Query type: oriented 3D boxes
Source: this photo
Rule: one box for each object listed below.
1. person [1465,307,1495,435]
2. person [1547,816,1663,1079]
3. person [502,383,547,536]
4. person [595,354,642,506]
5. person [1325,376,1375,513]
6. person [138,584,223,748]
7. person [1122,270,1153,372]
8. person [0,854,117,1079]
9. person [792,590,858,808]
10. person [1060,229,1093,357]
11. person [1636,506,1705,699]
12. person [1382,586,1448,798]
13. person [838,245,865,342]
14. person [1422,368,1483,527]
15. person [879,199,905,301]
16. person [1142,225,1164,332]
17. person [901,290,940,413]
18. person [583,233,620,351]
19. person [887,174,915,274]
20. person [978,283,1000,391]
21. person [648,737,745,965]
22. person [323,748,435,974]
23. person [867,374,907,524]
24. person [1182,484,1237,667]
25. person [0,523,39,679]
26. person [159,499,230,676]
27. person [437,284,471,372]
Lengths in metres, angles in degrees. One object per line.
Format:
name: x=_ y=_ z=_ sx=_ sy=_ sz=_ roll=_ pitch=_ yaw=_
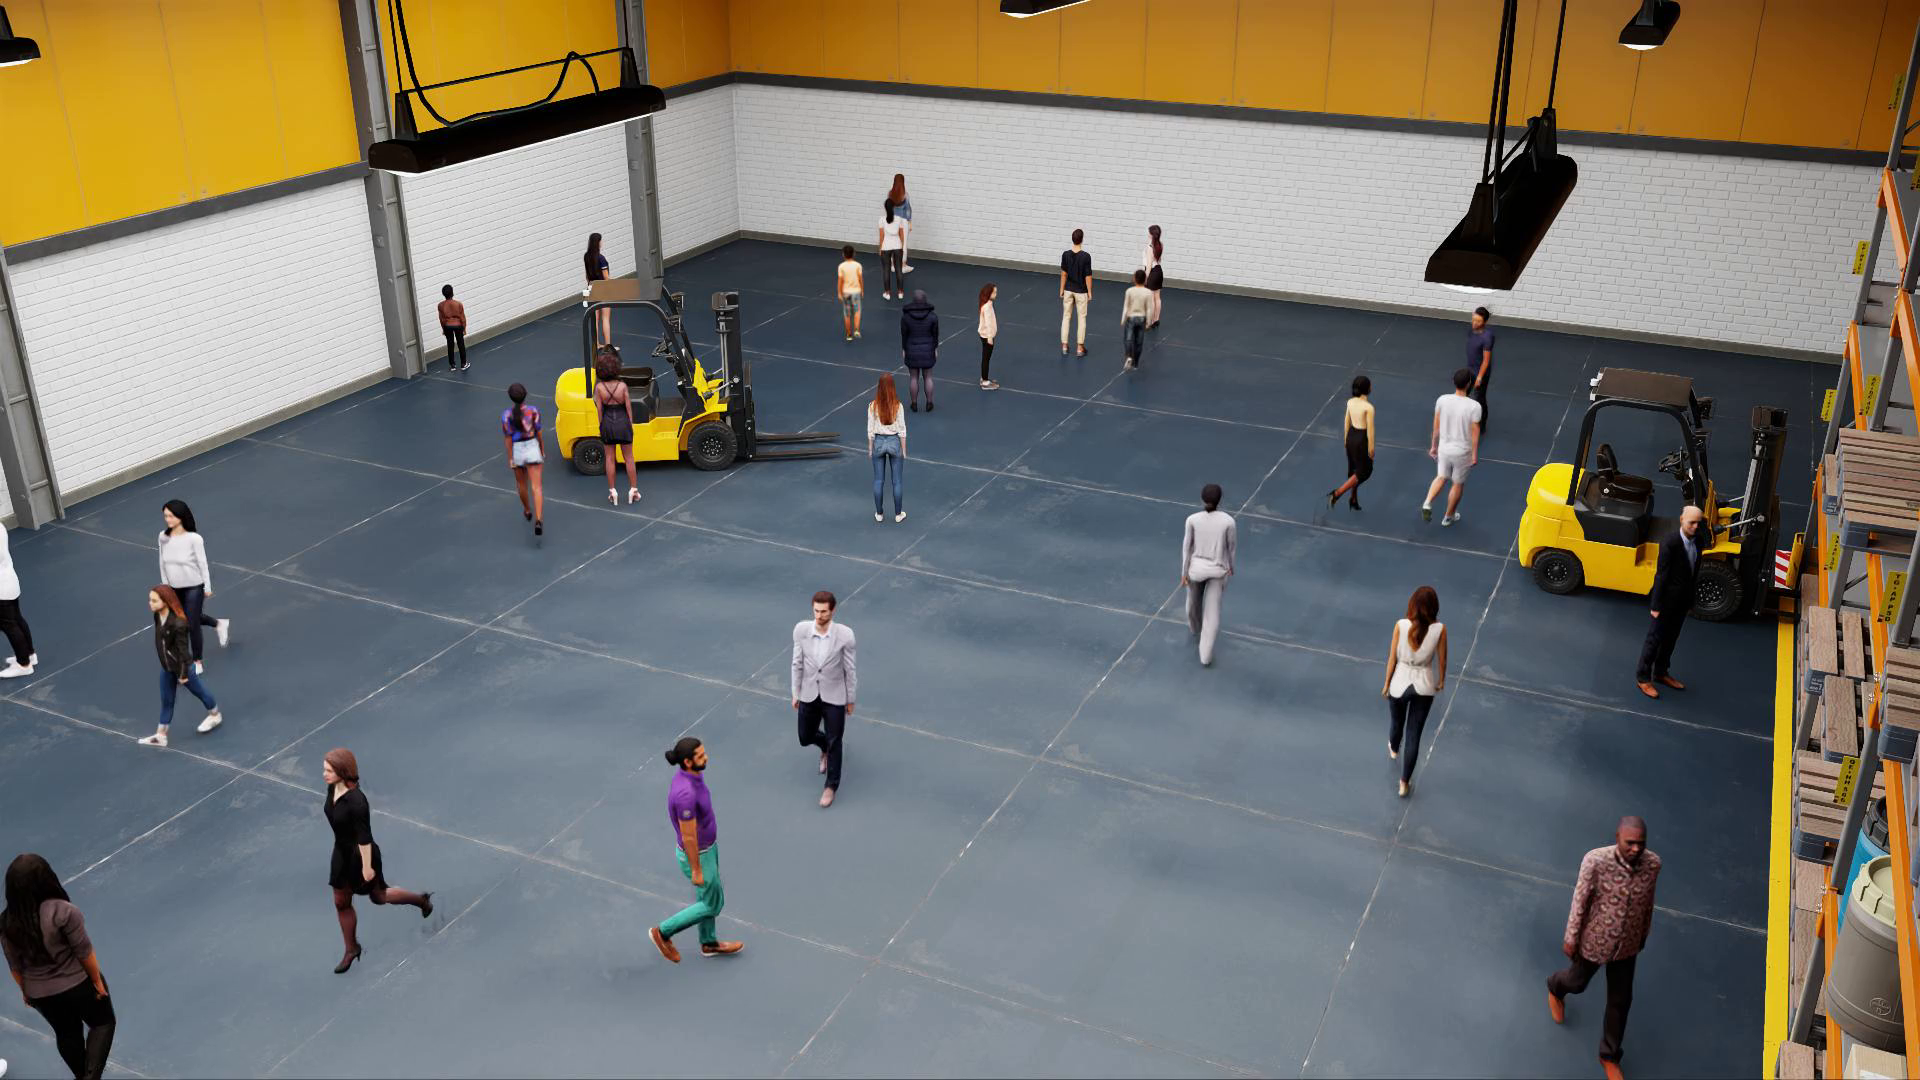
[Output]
person: x=6.628 y=-2.141 z=21.161 sx=0.926 sy=1.737 sz=0.866 roll=-5 pitch=24 yaw=-12
person: x=4.074 y=2.468 z=10.541 sx=1.019 sy=1.799 sz=1.237 roll=0 pitch=24 yaw=0
person: x=-4.751 y=-0.870 z=18.295 sx=1.096 sy=1.705 sz=1.188 roll=-7 pitch=25 yaw=-16
person: x=-3.947 y=-1.261 z=19.087 sx=0.674 sy=1.787 sz=0.707 roll=-2 pitch=24 yaw=-5
person: x=4.440 y=-1.032 z=18.750 sx=0.931 sy=1.637 sz=0.838 roll=-12 pitch=26 yaw=-26
person: x=-6.637 y=1.044 z=14.247 sx=0.648 sy=1.440 sz=0.977 roll=13 pitch=27 yaw=28
person: x=2.514 y=-3.097 z=23.702 sx=0.738 sy=1.454 sz=0.863 roll=-1 pitch=24 yaw=-2
person: x=-5.373 y=2.739 z=9.892 sx=0.900 sy=1.822 sz=0.993 roll=-2 pitch=24 yaw=-4
person: x=-1.071 y=1.206 z=13.373 sx=0.791 sy=1.842 sz=0.934 roll=5 pitch=24 yaw=12
person: x=1.708 y=-3.646 z=24.461 sx=0.629 sy=1.852 sz=0.539 roll=10 pitch=26 yaw=22
person: x=6.426 y=0.519 z=15.000 sx=0.737 sy=1.797 sz=0.822 roll=-11 pitch=26 yaw=-24
person: x=3.639 y=1.251 z=13.379 sx=0.752 sy=1.755 sz=1.048 roll=6 pitch=24 yaw=13
person: x=-1.634 y=-3.706 z=25.101 sx=0.658 sy=1.450 sz=0.709 roll=-3 pitch=24 yaw=-7
person: x=5.429 y=-0.984 z=18.385 sx=0.853 sy=1.842 sz=1.003 roll=21 pitch=31 yaw=39
person: x=-1.124 y=-4.782 z=27.322 sx=0.650 sy=1.642 sz=0.689 roll=-5 pitch=24 yaw=-12
person: x=2.975 y=-4.046 z=25.630 sx=0.654 sy=1.649 sz=0.508 roll=17 pitch=29 yaw=33
person: x=-0.530 y=-2.523 z=22.115 sx=0.780 sy=1.673 sz=0.799 roll=-1 pitch=24 yaw=-1
person: x=-5.347 y=-3.661 z=24.602 sx=0.591 sy=1.766 sz=0.549 roll=14 pitch=27 yaw=28
person: x=-1.059 y=-5.510 z=28.913 sx=0.614 sy=1.702 sz=0.503 roll=11 pitch=26 yaw=24
person: x=0.383 y=-2.839 z=23.078 sx=0.704 sy=1.481 sz=0.594 roll=-1 pitch=24 yaw=-3
person: x=-1.878 y=2.140 z=11.340 sx=0.928 sy=1.760 sz=0.932 roll=-2 pitch=24 yaw=-4
person: x=-4.052 y=2.149 z=11.416 sx=0.785 sy=1.682 sz=1.087 roll=20 pitch=30 yaw=38
person: x=-0.816 y=-1.036 z=18.645 sx=0.645 sy=1.729 sz=0.616 roll=2 pitch=24 yaw=3
person: x=2.311 y=0.348 z=15.518 sx=0.802 sy=1.696 sz=1.143 roll=5 pitch=24 yaw=12
person: x=-8.820 y=0.394 z=15.274 sx=0.773 sy=1.807 sz=0.686 roll=-5 pitch=24 yaw=-12
person: x=-7.096 y=0.403 z=15.416 sx=0.754 sy=1.678 sz=1.077 roll=5 pitch=24 yaw=12
person: x=-7.274 y=-3.057 z=23.859 sx=0.598 sy=1.255 sz=0.627 roll=-3 pitch=24 yaw=-7
